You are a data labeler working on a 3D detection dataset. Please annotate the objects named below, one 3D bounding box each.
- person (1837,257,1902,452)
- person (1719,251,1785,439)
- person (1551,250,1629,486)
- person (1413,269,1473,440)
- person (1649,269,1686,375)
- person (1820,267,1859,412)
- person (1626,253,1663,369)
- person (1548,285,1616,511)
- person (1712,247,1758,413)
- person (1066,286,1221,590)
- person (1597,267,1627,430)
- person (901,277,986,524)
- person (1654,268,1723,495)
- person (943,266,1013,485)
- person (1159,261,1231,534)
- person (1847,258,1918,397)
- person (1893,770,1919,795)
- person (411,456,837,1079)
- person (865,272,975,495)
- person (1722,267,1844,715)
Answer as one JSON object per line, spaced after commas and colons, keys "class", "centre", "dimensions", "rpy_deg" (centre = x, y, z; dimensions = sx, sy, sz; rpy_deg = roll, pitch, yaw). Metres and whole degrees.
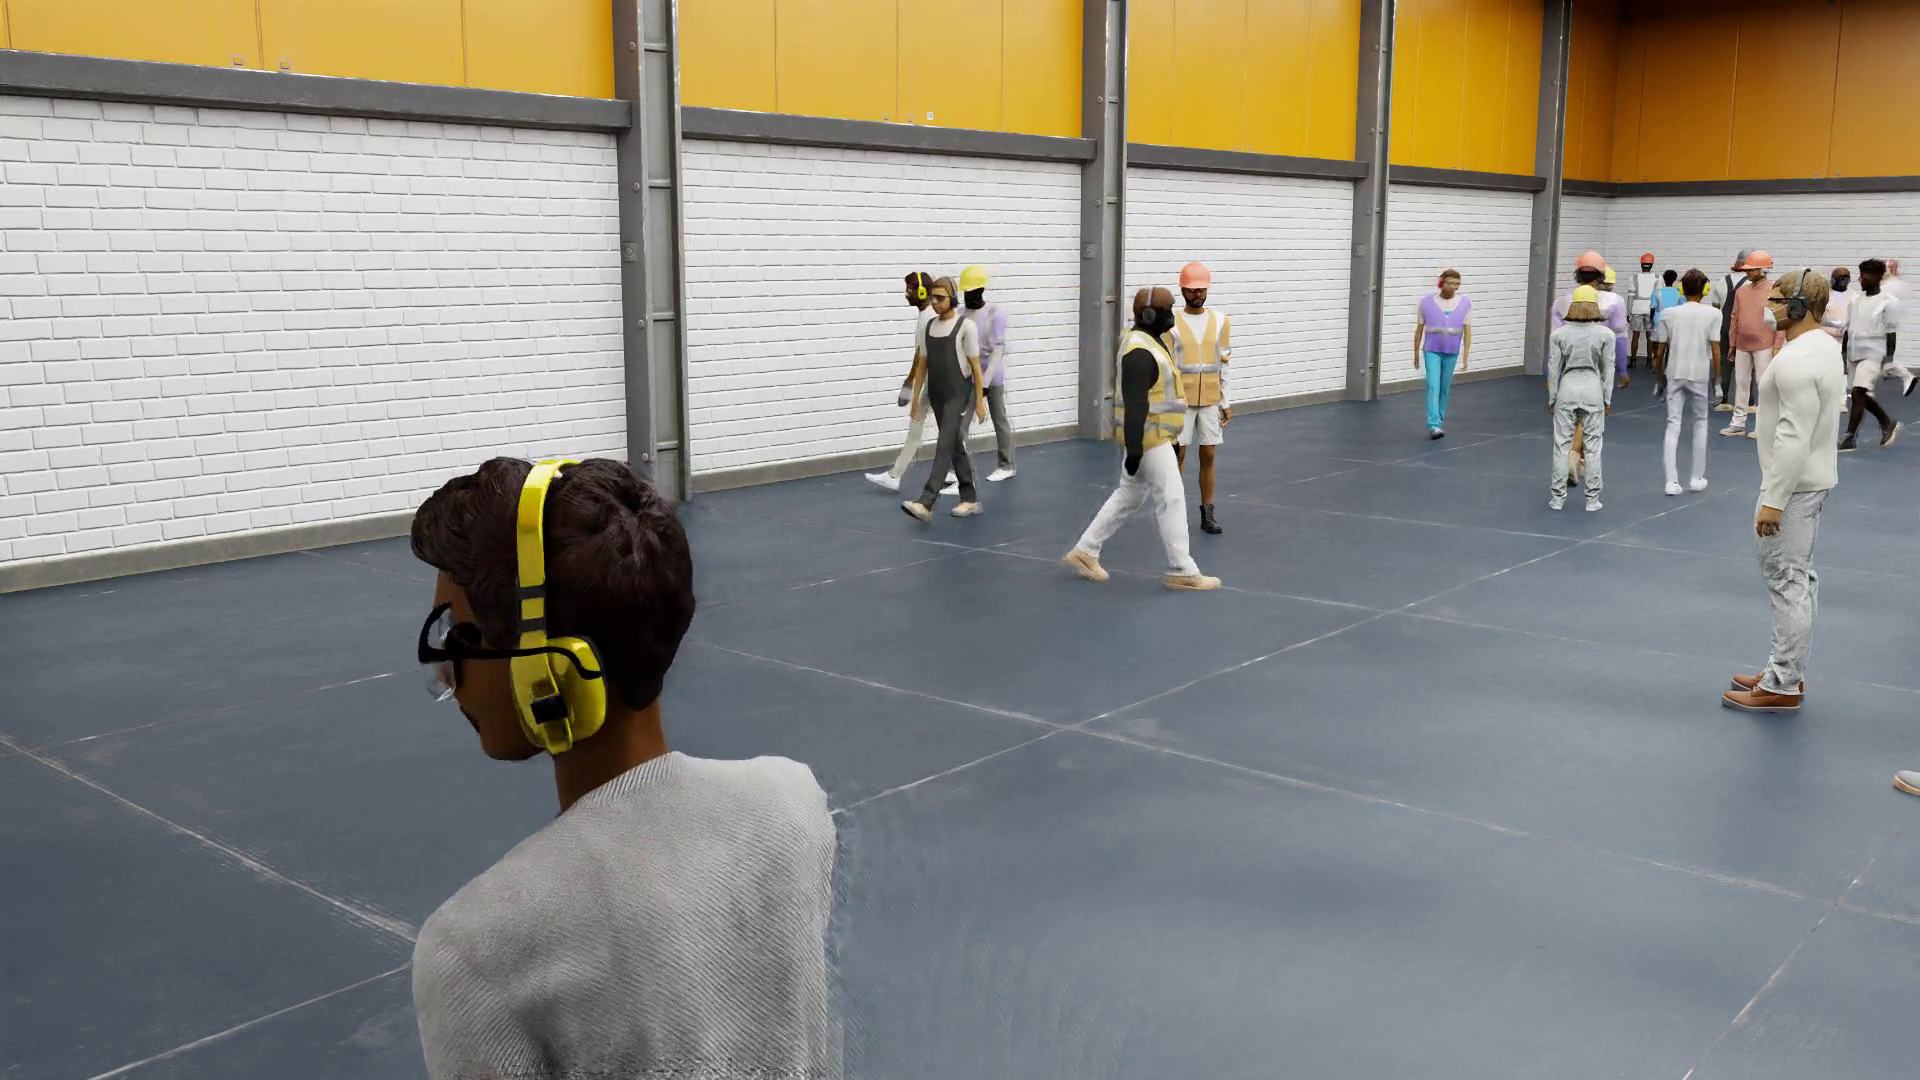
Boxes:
{"class": "person", "centre": [9.094, -1.844, 16.588], "dimensions": [0.889, 1.937, 0.609], "rpy_deg": [-2, 10, -14]}
{"class": "person", "centre": [8.467, -2.076, 17.735], "dimensions": [0.391, 1.990, 0.623], "rpy_deg": [-5, 11, -29]}
{"class": "person", "centre": [5.373, -1.481, 14.330], "dimensions": [0.611, 2.014, 0.975], "rpy_deg": [9, 13, 41]}
{"class": "person", "centre": [5.109, -1.955, 17.620], "dimensions": [0.568, 1.794, 0.937], "rpy_deg": [1, 10, 4]}
{"class": "person", "centre": [11.126, -3.408, 26.183], "dimensions": [0.543, 1.684, 0.362], "rpy_deg": [3, 10, 16]}
{"class": "person", "centre": [10.921, -2.524, 20.860], "dimensions": [0.632, 1.805, 0.933], "rpy_deg": [1, 10, 8]}
{"class": "person", "centre": [11.501, -3.847, 27.978], "dimensions": [0.548, 1.938, 0.358], "rpy_deg": [3, 10, 15]}
{"class": "person", "centre": [4.795, -1.093, 12.868], "dimensions": [0.485, 1.739, 0.304], "rpy_deg": [4, 11, 21]}
{"class": "person", "centre": [9.663, -2.589, 20.521], "dimensions": [0.536, 2.000, 0.688], "rpy_deg": [-6, 12, -31]}
{"class": "person", "centre": [1.081, -0.608, 9.908], "dimensions": [0.916, 1.812, 0.617], "rpy_deg": [1, 10, 8]}
{"class": "person", "centre": [7.113, -2.129, 18.532], "dimensions": [0.616, 1.816, 0.436], "rpy_deg": [-1, 10, -4]}
{"class": "person", "centre": [-0.160, -1.025, 12.283], "dimensions": [0.543, 1.799, 0.955], "rpy_deg": [9, 13, 42]}
{"class": "person", "centre": [6.042, -1.304, 13.757], "dimensions": [0.576, 1.841, 0.810], "rpy_deg": [7, 12, 36]}
{"class": "person", "centre": [0.150, -1.388, 14.191], "dimensions": [0.575, 1.854, 0.995], "rpy_deg": [9, 13, 41]}
{"class": "person", "centre": [1.652, -0.991, 11.759], "dimensions": [0.544, 1.933, 0.380], "rpy_deg": [-2, 10, -9]}
{"class": "person", "centre": [12.434, -2.825, 22.306], "dimensions": [0.738, 1.888, 0.667], "rpy_deg": [9, 13, 41]}
{"class": "person", "centre": [3.735, 0.026, 6.079], "dimensions": [0.572, 1.884, 0.353], "rpy_deg": [-7, 12, -34]}
{"class": "person", "centre": [-0.314, 0.826, 1.655], "dimensions": [0.518, 1.847, 0.591], "rpy_deg": [8, 12, 37]}
{"class": "person", "centre": [-0.329, -1.263, 13.599], "dimensions": [0.977, 1.811, 0.555], "rpy_deg": [0, 10, 2]}
{"class": "person", "centre": [3.614, -0.209, 7.263], "dimensions": [0.372, 1.940, 0.630], "rpy_deg": [7, 12, 33]}
